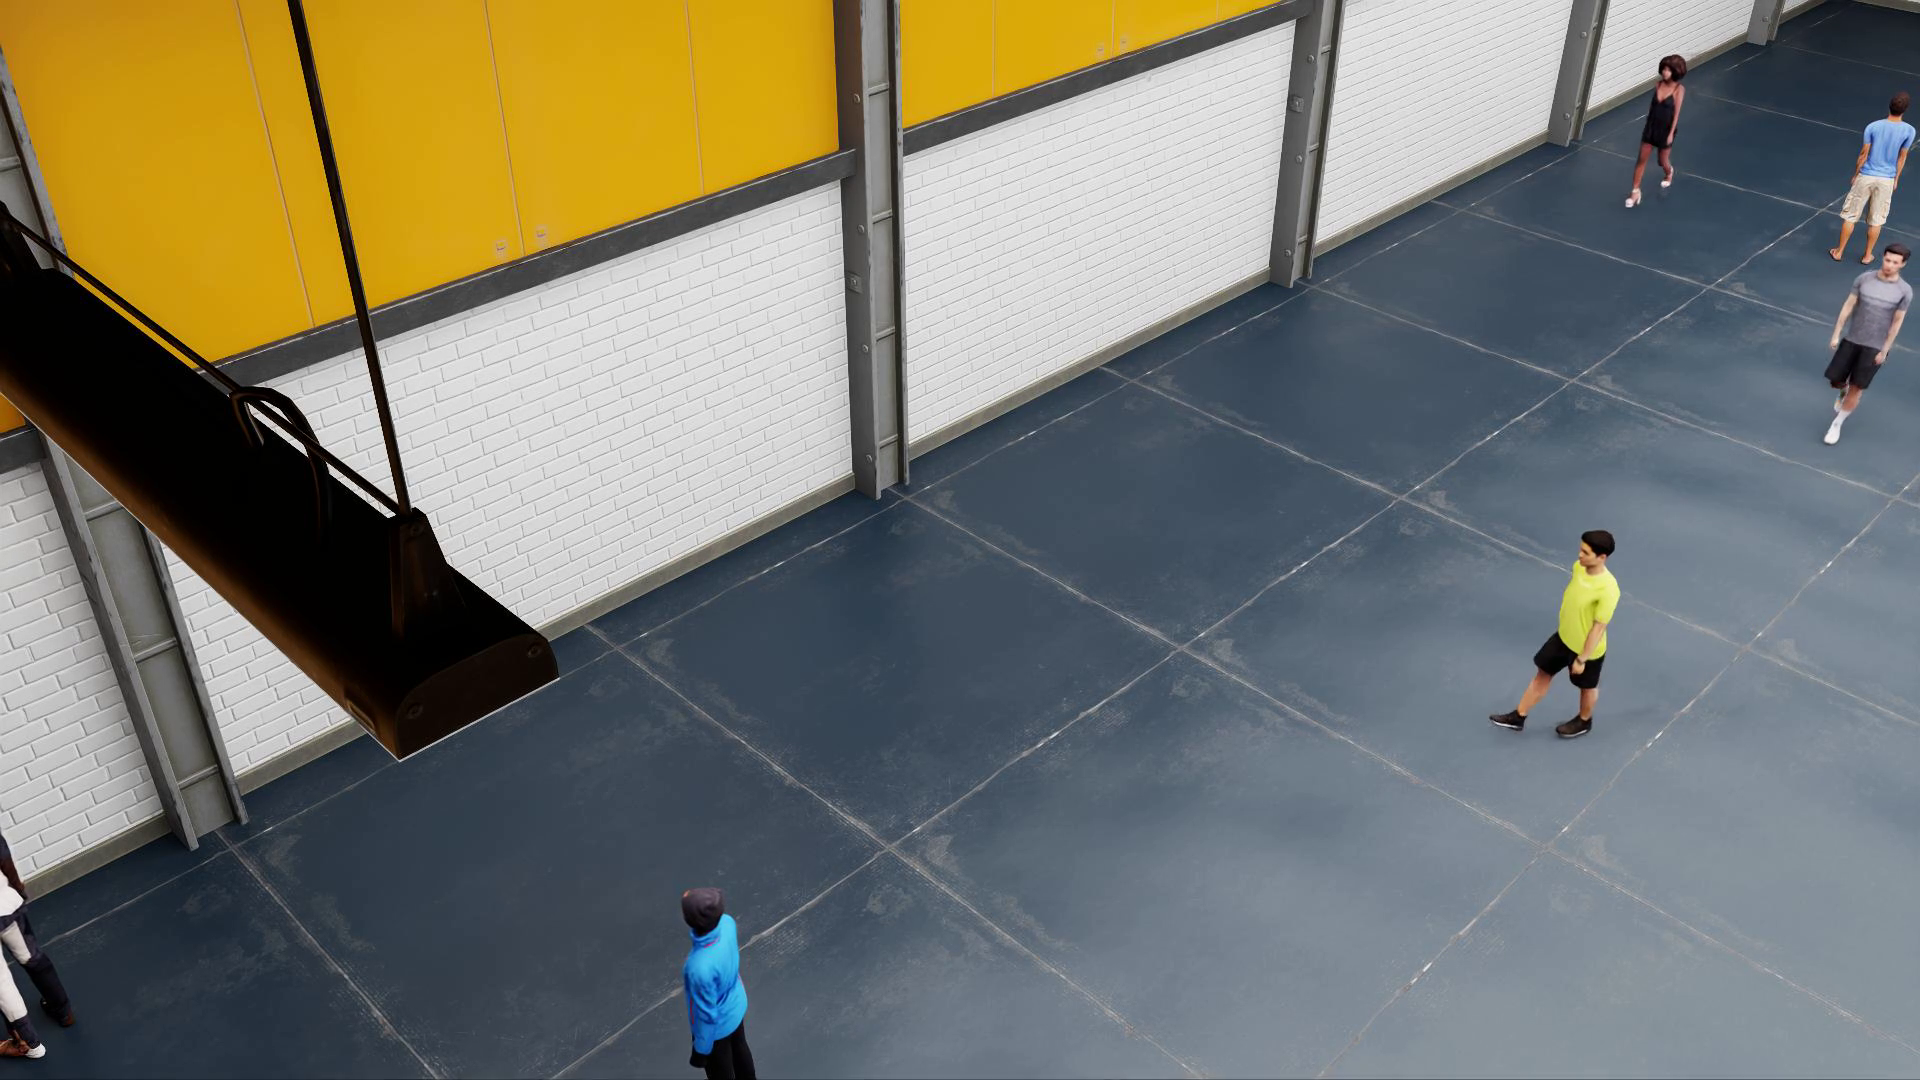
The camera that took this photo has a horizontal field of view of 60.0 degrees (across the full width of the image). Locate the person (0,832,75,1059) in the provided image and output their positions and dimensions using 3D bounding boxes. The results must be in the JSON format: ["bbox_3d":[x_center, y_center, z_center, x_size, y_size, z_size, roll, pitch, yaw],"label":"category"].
[{"bbox_3d":[-5.249,2.034,8.951,0.819,1.891,0.669,13,36,18],"label":"person"}]

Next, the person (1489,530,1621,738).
[{"bbox_3d":[4.263,0.646,11.228,1.094,1.683,0.942,-8,35,-12],"label":"person"}]

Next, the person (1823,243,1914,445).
[{"bbox_3d":[8.046,-1.776,14.717,0.691,1.854,0.911,28,43,35],"label":"person"}]

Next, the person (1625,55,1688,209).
[{"bbox_3d":[8.145,-4.727,19.230,0.979,1.772,0.581,-26,42,-33],"label":"person"}]

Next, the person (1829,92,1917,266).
[{"bbox_3d":[9.854,-3.888,17.885,0.725,1.864,0.705,13,36,19],"label":"person"}]

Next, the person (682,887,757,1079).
[{"bbox_3d":[-1.216,2.424,8.454,0.756,1.793,0.660,6,34,9],"label":"person"}]
